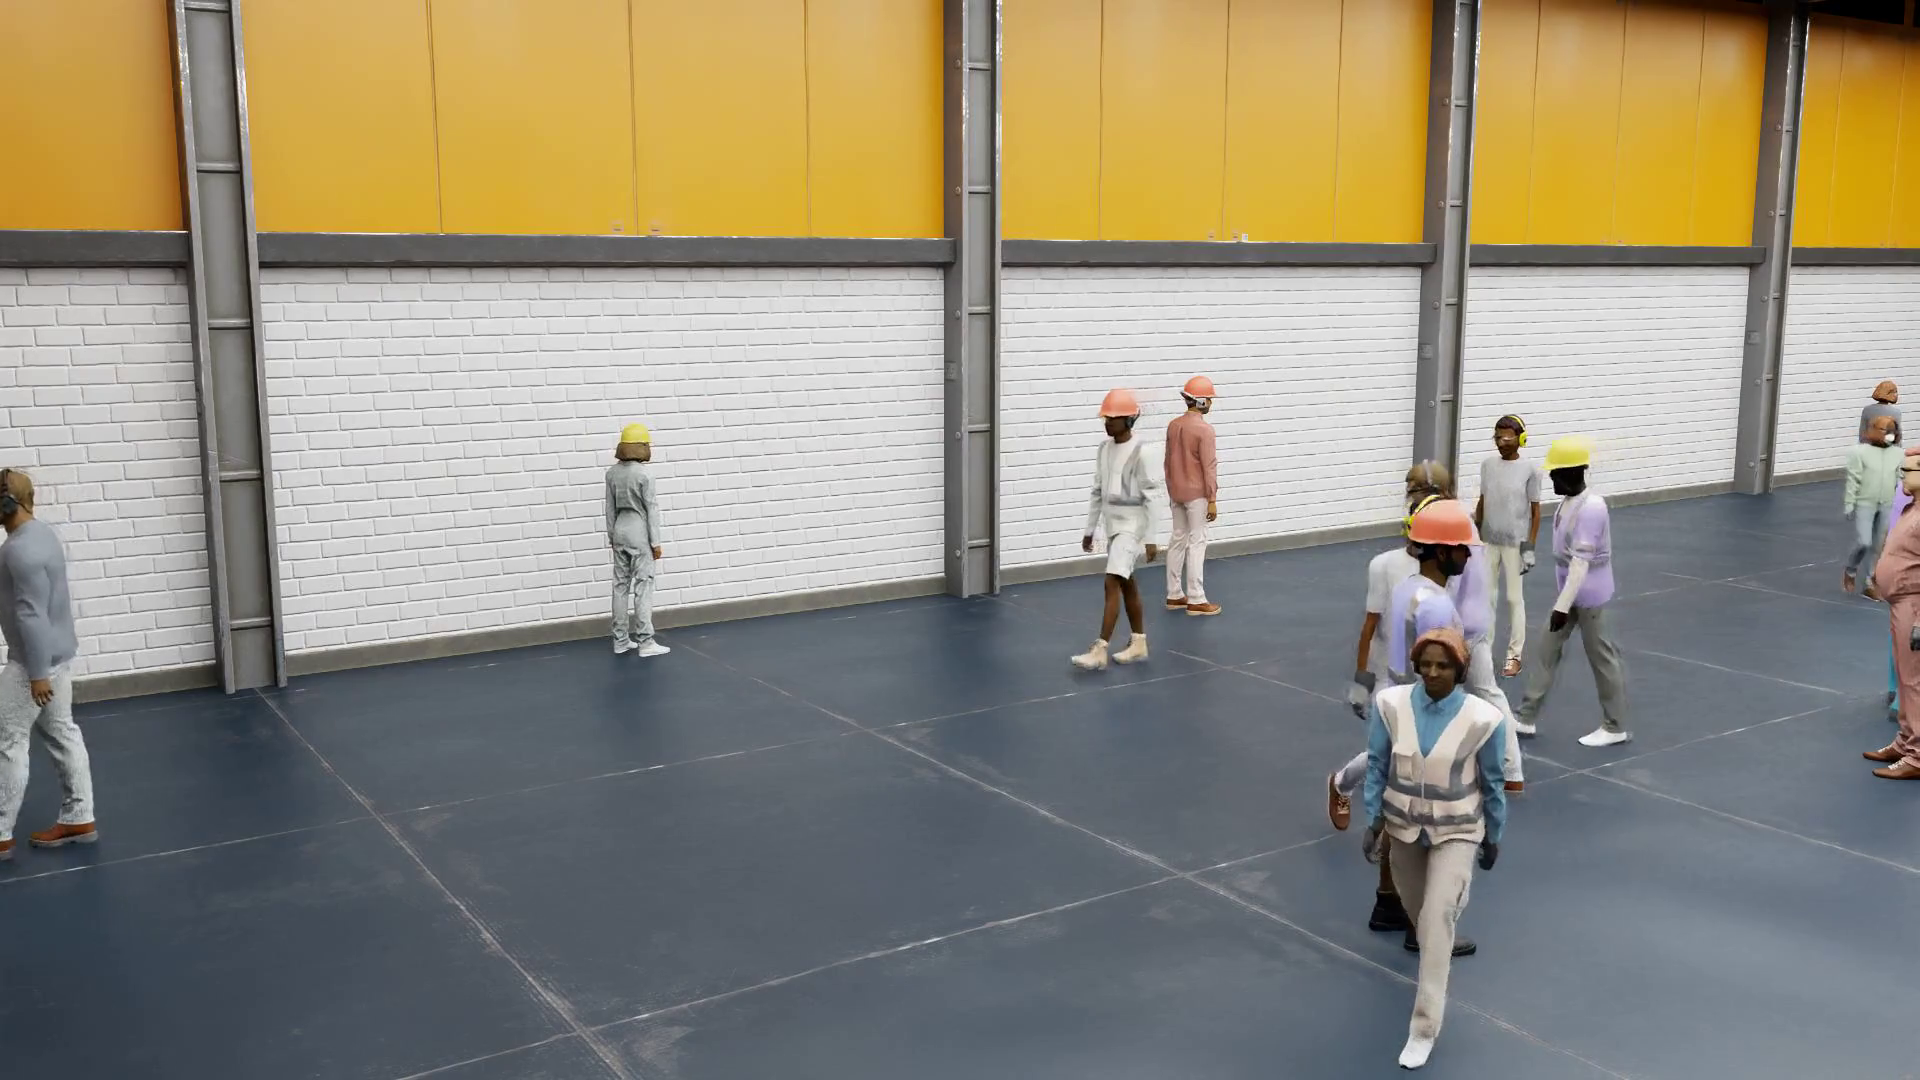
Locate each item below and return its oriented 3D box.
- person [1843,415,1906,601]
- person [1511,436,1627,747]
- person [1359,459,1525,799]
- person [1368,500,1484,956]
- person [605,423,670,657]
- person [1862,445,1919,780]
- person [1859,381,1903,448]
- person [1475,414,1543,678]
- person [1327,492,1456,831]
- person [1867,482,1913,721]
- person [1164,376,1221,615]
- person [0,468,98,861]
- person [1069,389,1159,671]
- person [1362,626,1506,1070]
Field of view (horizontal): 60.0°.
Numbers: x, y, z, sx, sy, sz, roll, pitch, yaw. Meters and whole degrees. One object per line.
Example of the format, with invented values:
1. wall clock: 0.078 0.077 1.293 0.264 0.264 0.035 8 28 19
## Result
1. person: 7.942 -0.279 14.422 0.527 1.619 0.349 0 9 -2
2. person: 3.646 0.323 10.031 0.920 1.877 0.623 1 9 5
3. person: 2.615 0.499 9.076 1.038 1.853 0.639 4 10 25
4. person: 1.996 0.794 7.081 0.458 1.938 0.552 0 9 0
5. person: -2.421 -0.005 12.434 0.490 1.741 0.323 6 11 32
6. person: 5.417 0.408 9.457 0.406 1.904 0.654 4 10 22
7. person: 10.209 -0.949 18.450 0.276 1.633 0.507 -4 10 -21
8. person: 3.854 0.038 11.816 0.328 1.865 0.508 -8 13 -42
9. person: 2.103 0.663 8.116 0.586 1.840 0.633 -3 10 -20
10. person: 6.235 0.242 10.727 0.701 1.811 0.751 -2 10 -14
11. person: 1.957 -0.375 13.906 0.397 1.992 0.621 -5 11 -28
12. person: -4.703 0.611 8.175 0.755 1.919 0.660 -4 10 -21
13. person: 1.044 -0.062 11.949 0.884 2.014 0.637 -5 11 -28
14. person: 1.813 1.082 6.302 0.499 1.601 0.831 6 11 34
